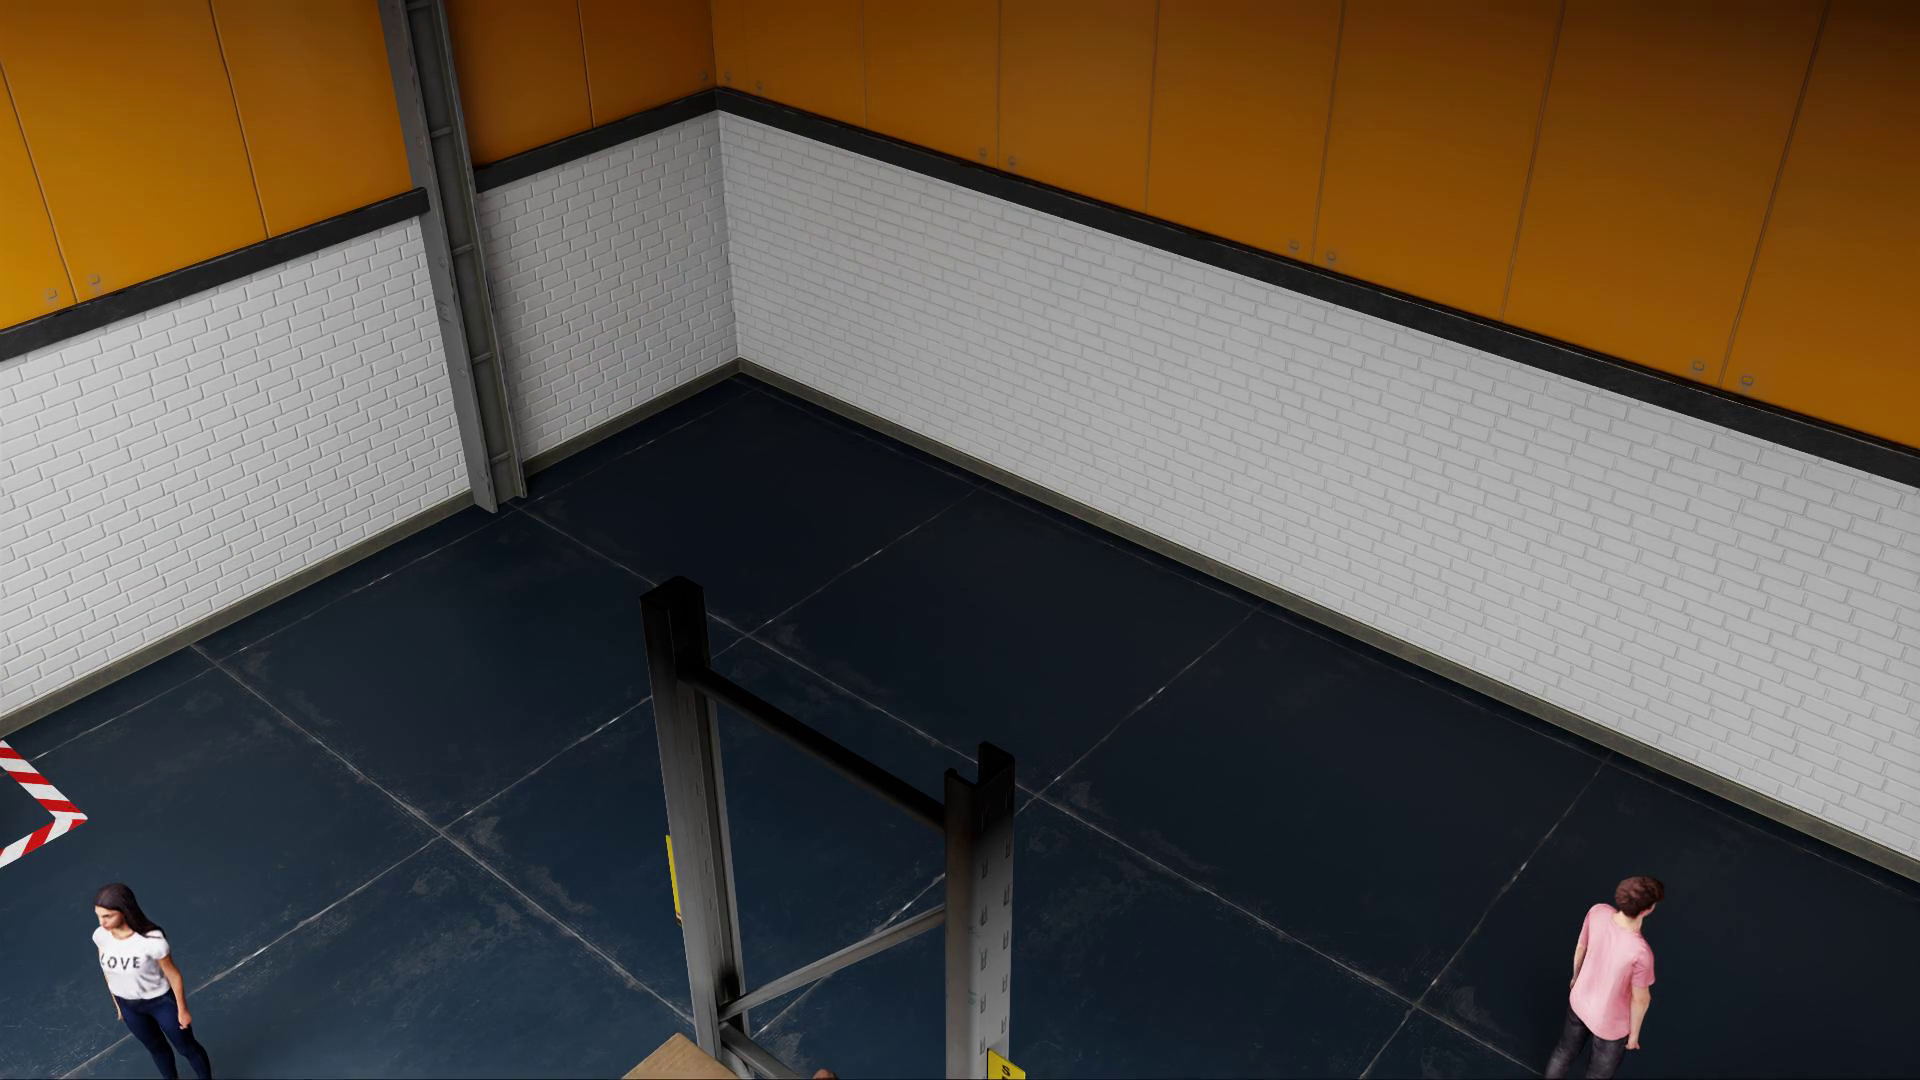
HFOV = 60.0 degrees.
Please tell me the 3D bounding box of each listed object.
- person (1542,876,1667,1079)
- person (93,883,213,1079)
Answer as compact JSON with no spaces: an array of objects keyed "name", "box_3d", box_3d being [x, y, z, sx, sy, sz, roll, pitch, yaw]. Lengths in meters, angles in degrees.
[{"name":"person","box_3d":[3.521,2.577,9.147,0.681,1.958,0.709,-15,37,-22]},{"name":"person","box_3d":[-4.512,2.584,9.302,0.667,1.774,0.681,4,34,7]}]
